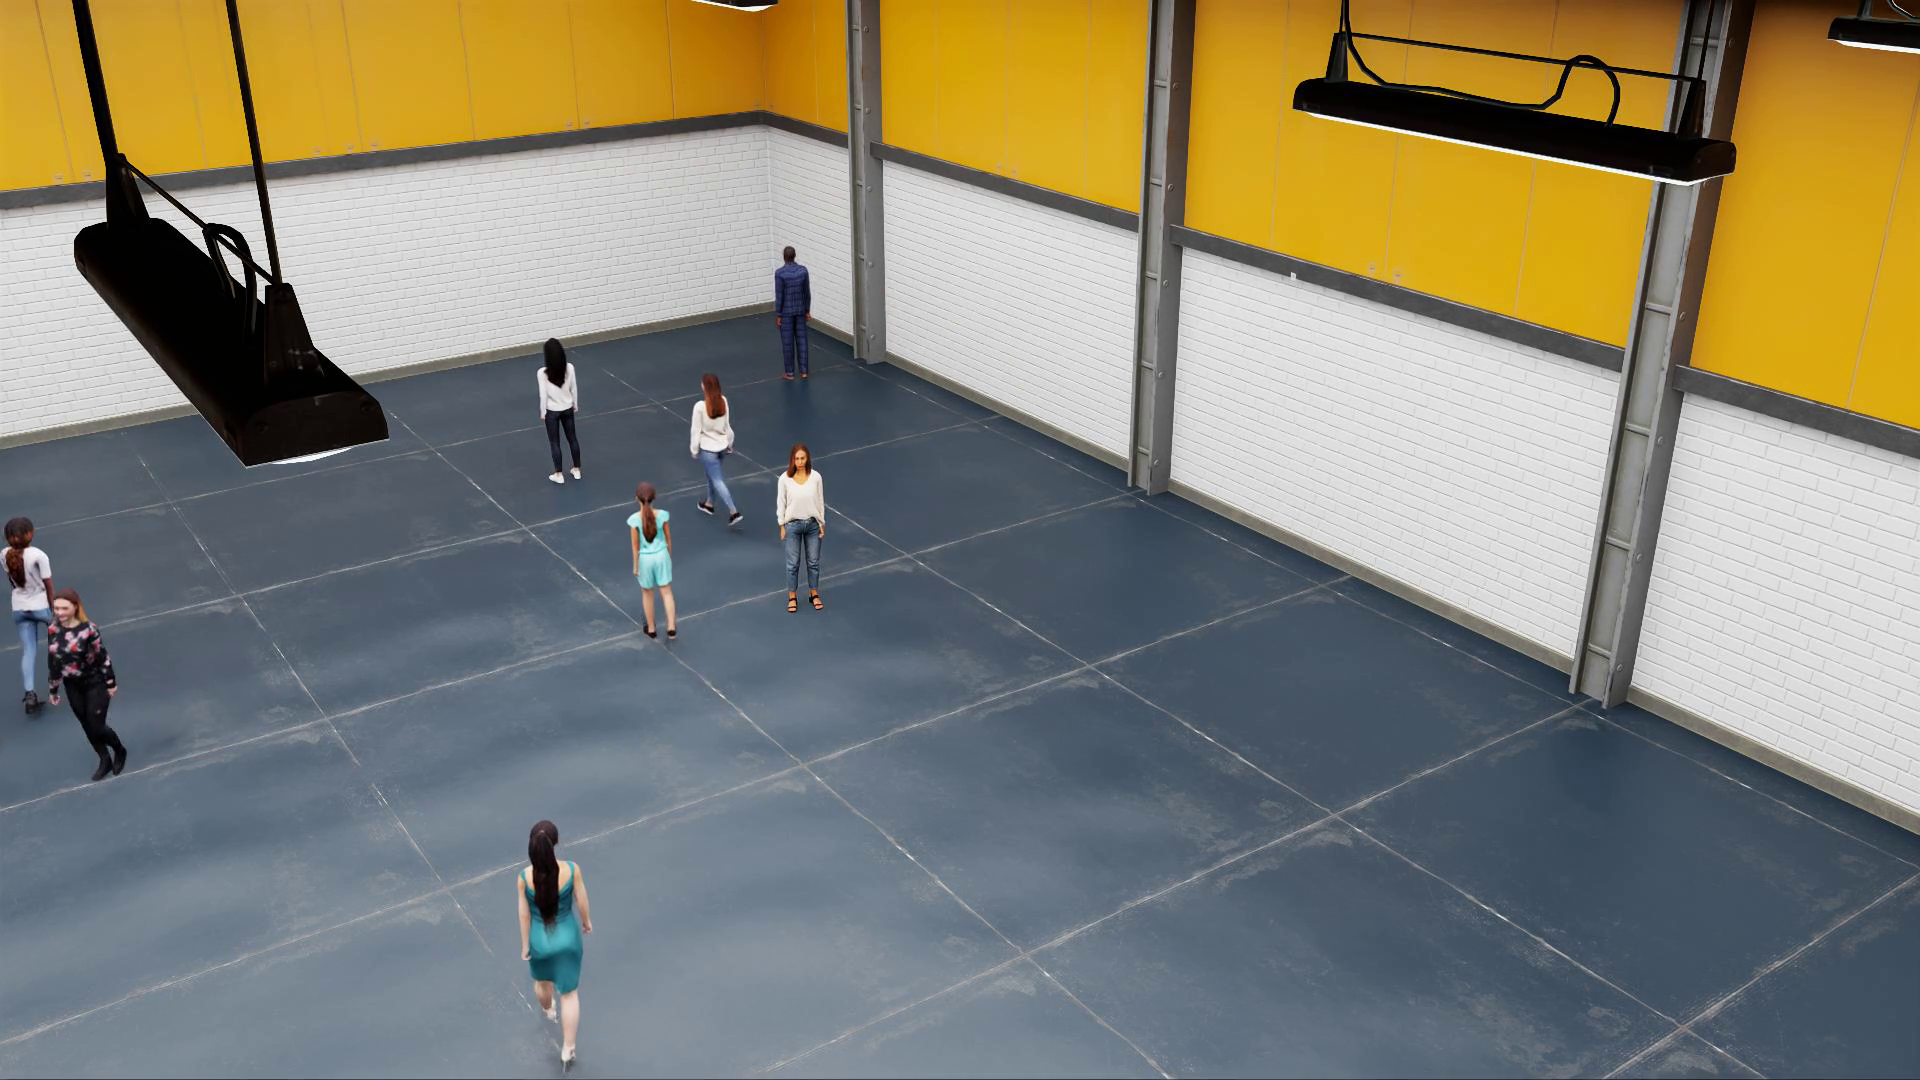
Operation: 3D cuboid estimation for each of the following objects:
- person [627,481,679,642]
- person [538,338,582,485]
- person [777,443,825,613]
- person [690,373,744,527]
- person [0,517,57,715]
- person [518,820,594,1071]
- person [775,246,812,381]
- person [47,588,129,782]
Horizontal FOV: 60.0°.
[{"bbox_3d":[-2.831,0.188,15.351,0.604,1.559,0.616,-8,25,-18],"label":"person"},{"bbox_3d":[-4.579,-1.488,19.009,0.623,1.701,0.570,-18,29,-35],"label":"person"},{"bbox_3d":[-1.514,-0.135,15.937,0.683,1.682,0.663,-5,24,-12],"label":"person"},{"bbox_3d":[-2.594,-0.941,17.808,0.725,1.661,1.133,-21,31,-40],"label":"person"},{"bbox_3d":[-7.908,0.655,14.139,1.006,1.676,1.183,0,24,0],"label":"person"},{"bbox_3d":[-2.430,2.465,10.011,0.756,1.666,0.948,-7,25,-16],"label":"person"},{"bbox_3d":[-2.273,-3.082,22.503,0.712,1.823,0.646,-11,26,-24],"label":"person"},{"bbox_3d":[-6.842,1.100,13.125,0.709,1.672,0.770,4,24,10],"label":"person"}]
